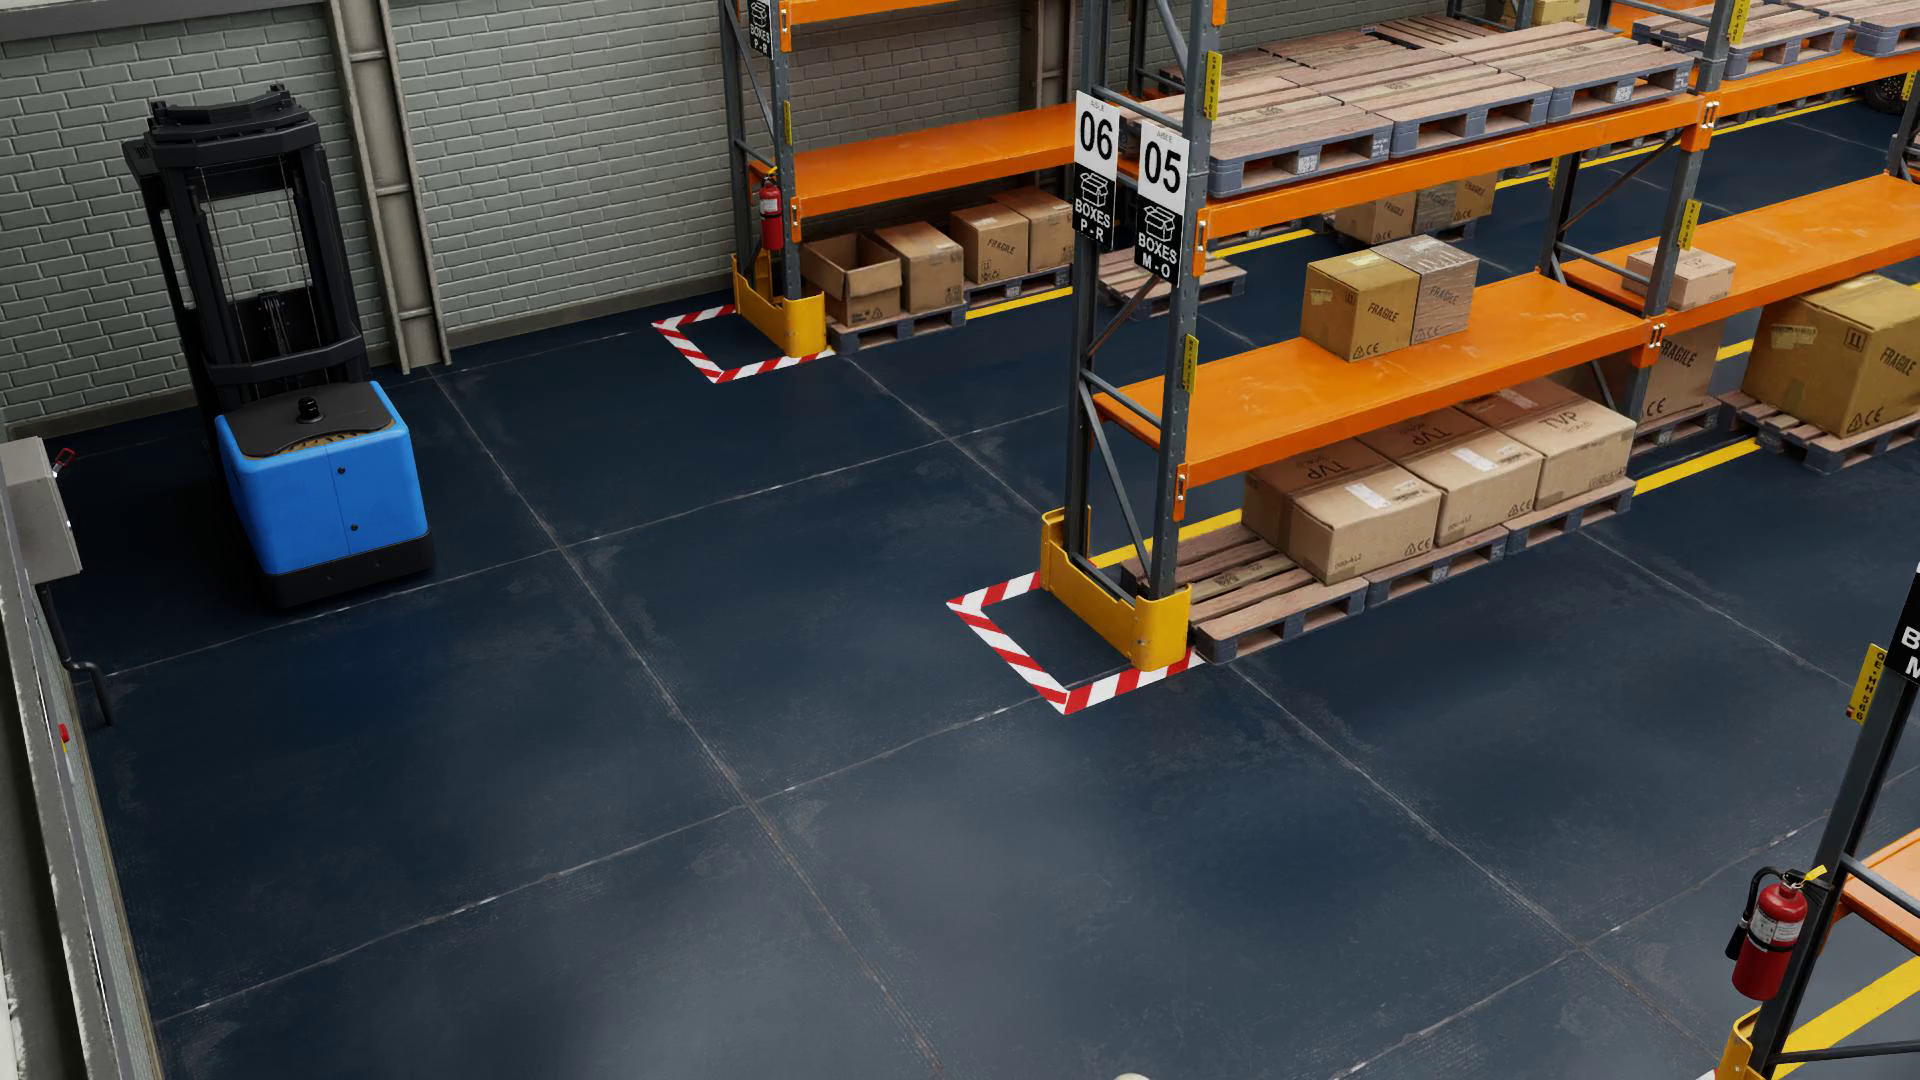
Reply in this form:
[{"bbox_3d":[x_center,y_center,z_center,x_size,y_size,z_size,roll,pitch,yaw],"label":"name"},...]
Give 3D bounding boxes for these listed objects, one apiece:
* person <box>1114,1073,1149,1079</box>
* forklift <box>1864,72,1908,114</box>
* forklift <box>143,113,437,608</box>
[{"bbox_3d":[0.530,2.405,5.598,0.606,1.796,0.386,-2,32,-3],"label":"person"},{"bbox_3d":[11.468,-5.645,18.244,1.214,2.155,2.313,-17,36,-26],"label":"forklift"},{"bbox_3d":[-4.289,-1.259,10.509,1.129,2.768,1.873,-17,36,-26],"label":"forklift"}]
